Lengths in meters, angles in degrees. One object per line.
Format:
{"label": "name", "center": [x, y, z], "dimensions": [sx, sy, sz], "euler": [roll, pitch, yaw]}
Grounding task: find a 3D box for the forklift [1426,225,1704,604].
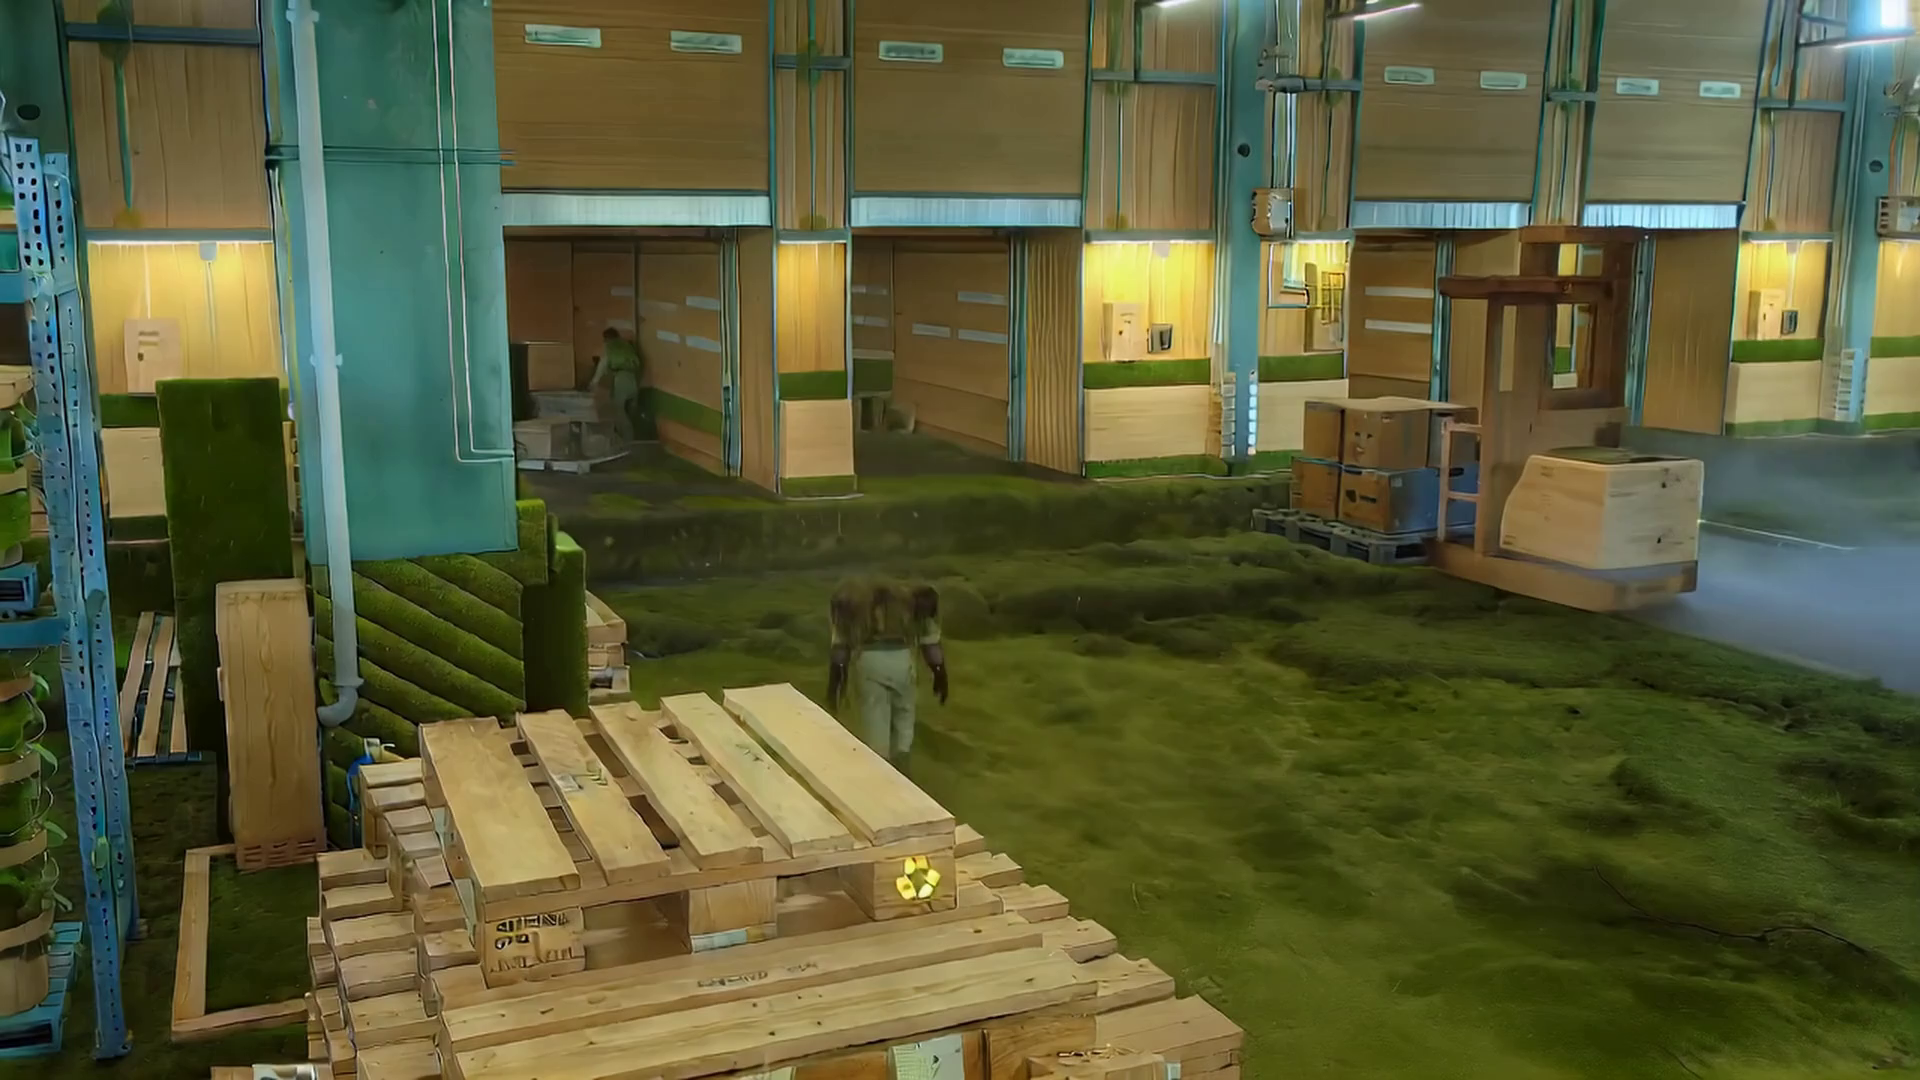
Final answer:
{"label": "forklift", "center": [4.755, -1.046, 12.953], "dimensions": [1.129, 2.768, 1.873], "euler": [-4, 11, -23]}
